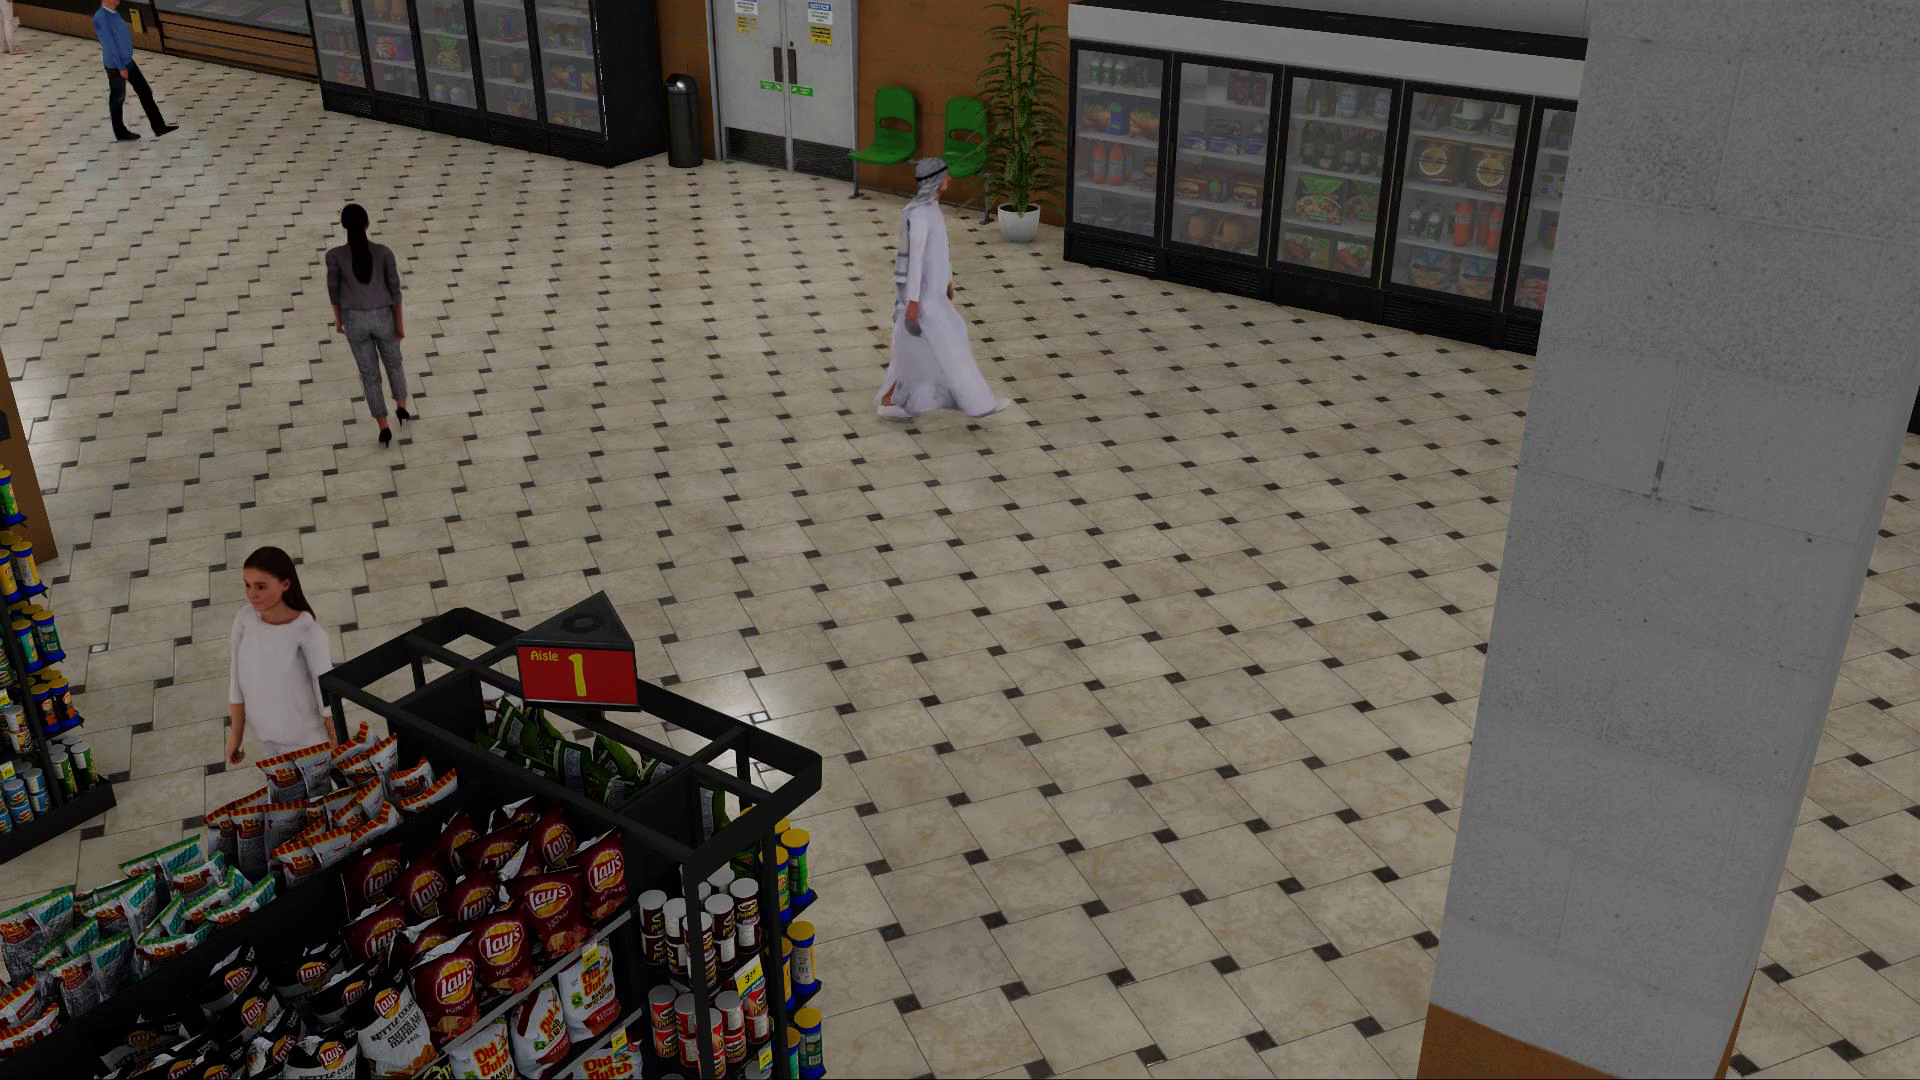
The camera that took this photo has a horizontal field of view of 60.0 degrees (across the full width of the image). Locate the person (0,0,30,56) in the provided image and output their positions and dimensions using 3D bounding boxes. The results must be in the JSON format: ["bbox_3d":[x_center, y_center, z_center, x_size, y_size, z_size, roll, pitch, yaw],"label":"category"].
[{"bbox_3d":[-13.890,-7.930,24.054,0.628,1.724,0.555,22,35,37],"label":"person"}]

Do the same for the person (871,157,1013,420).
[{"bbox_3d":[-0.335,-1.693,11.574,1.199,1.888,1.285,1,27,3],"label":"person"}]

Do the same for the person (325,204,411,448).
[{"bbox_3d":[-3.997,-1.416,11.281,0.862,1.658,0.895,-10,29,-19],"label":"person"}]

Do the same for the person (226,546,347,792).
[{"bbox_3d":[-2.764,0.763,6.987,0.723,1.656,1.052,11,29,21],"label":"person"}]

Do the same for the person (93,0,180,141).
[{"bbox_3d":[-9.801,-5.512,19.214,1.061,1.789,1.036,-1,27,-2],"label":"person"}]
